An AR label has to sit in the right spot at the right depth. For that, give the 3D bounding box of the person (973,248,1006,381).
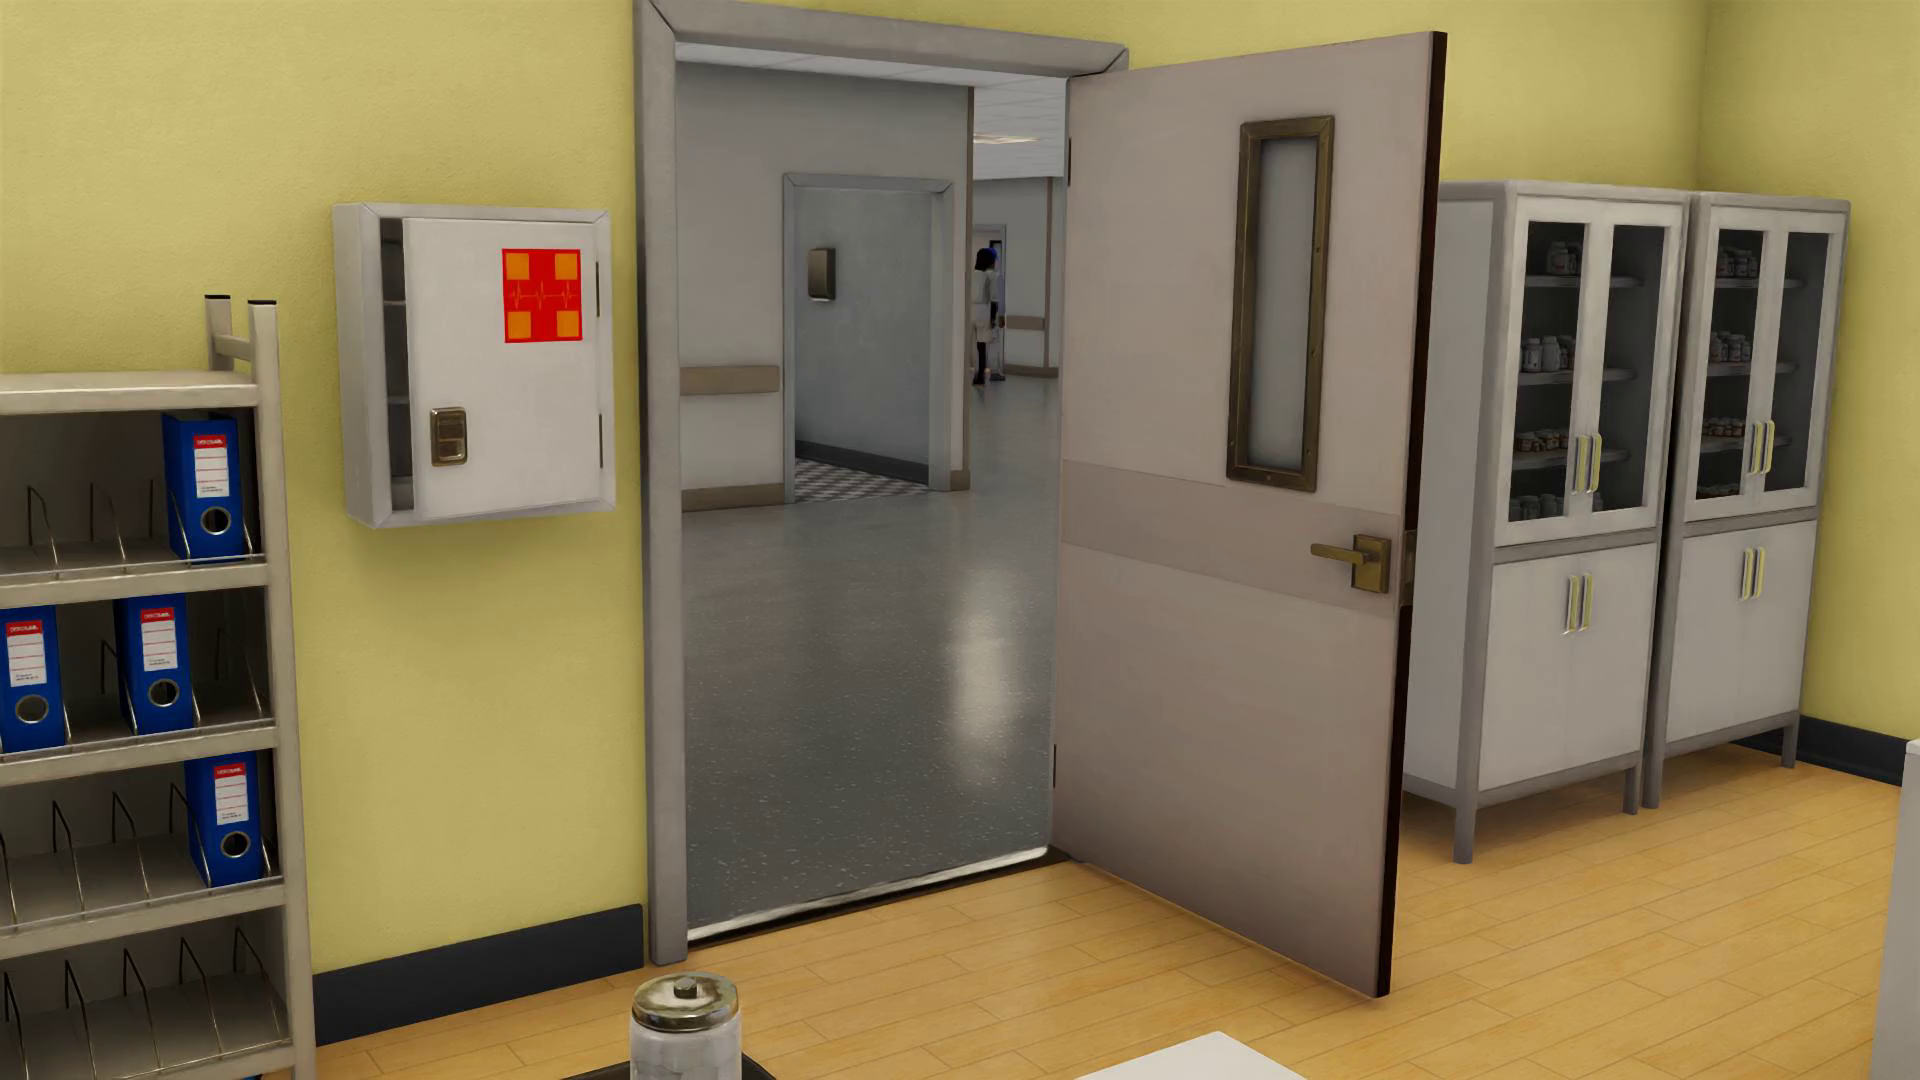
[{"bbox_3d":[0.409,-3.311,24.450,0.604,1.949,0.389,7,11,33],"label":"person"}]
